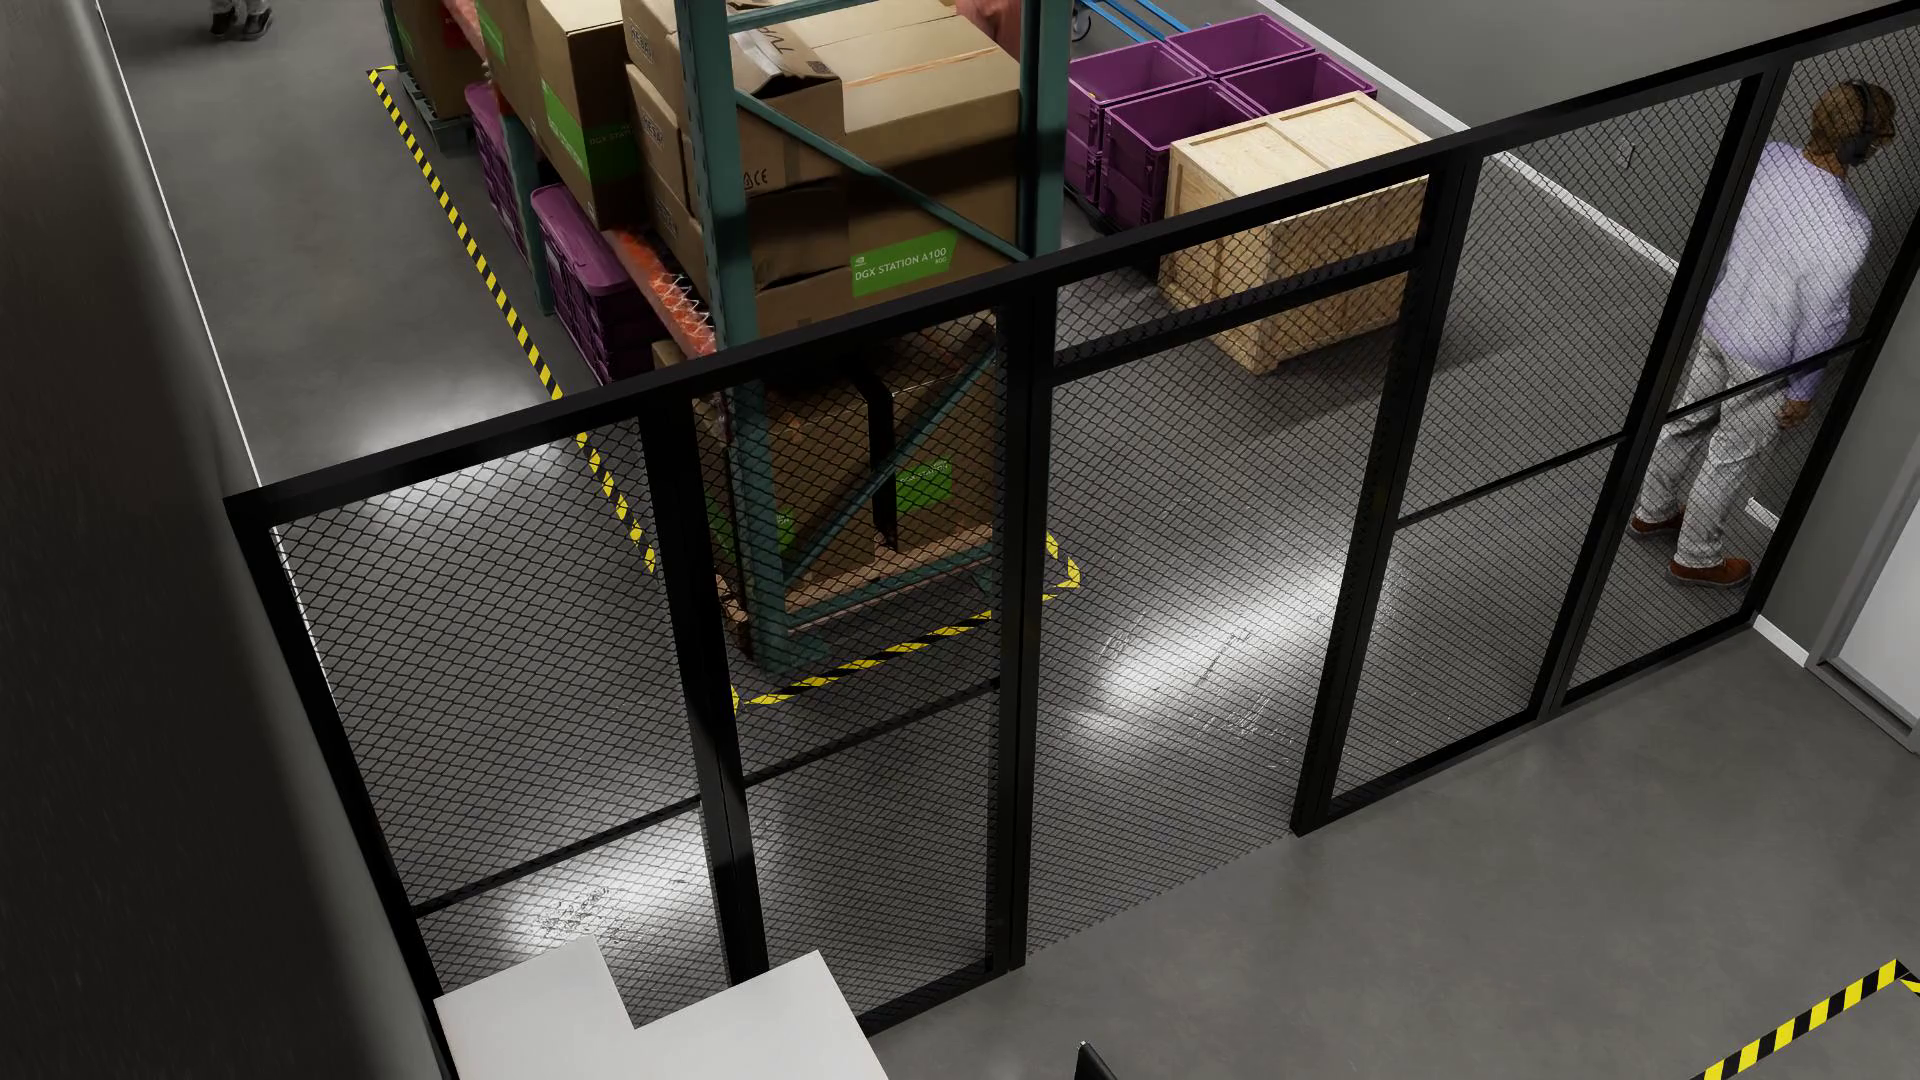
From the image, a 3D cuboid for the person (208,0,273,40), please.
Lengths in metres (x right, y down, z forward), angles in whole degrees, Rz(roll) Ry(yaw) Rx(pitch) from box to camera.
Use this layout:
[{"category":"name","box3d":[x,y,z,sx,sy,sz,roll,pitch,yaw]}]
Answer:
[{"category":"person","box3d":[-4.048,-3.510,8.894,0.614,1.787,0.535,6,43,7]}]

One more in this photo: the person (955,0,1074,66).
[{"category":"person","box3d":[0.198,-1.822,6.897,0.619,1.992,0.396,-31,51,-29]}]

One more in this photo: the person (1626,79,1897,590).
[{"category":"person","box3d":[2.725,-0.667,5.676,0.372,1.940,0.630,-8,43,-9]}]
